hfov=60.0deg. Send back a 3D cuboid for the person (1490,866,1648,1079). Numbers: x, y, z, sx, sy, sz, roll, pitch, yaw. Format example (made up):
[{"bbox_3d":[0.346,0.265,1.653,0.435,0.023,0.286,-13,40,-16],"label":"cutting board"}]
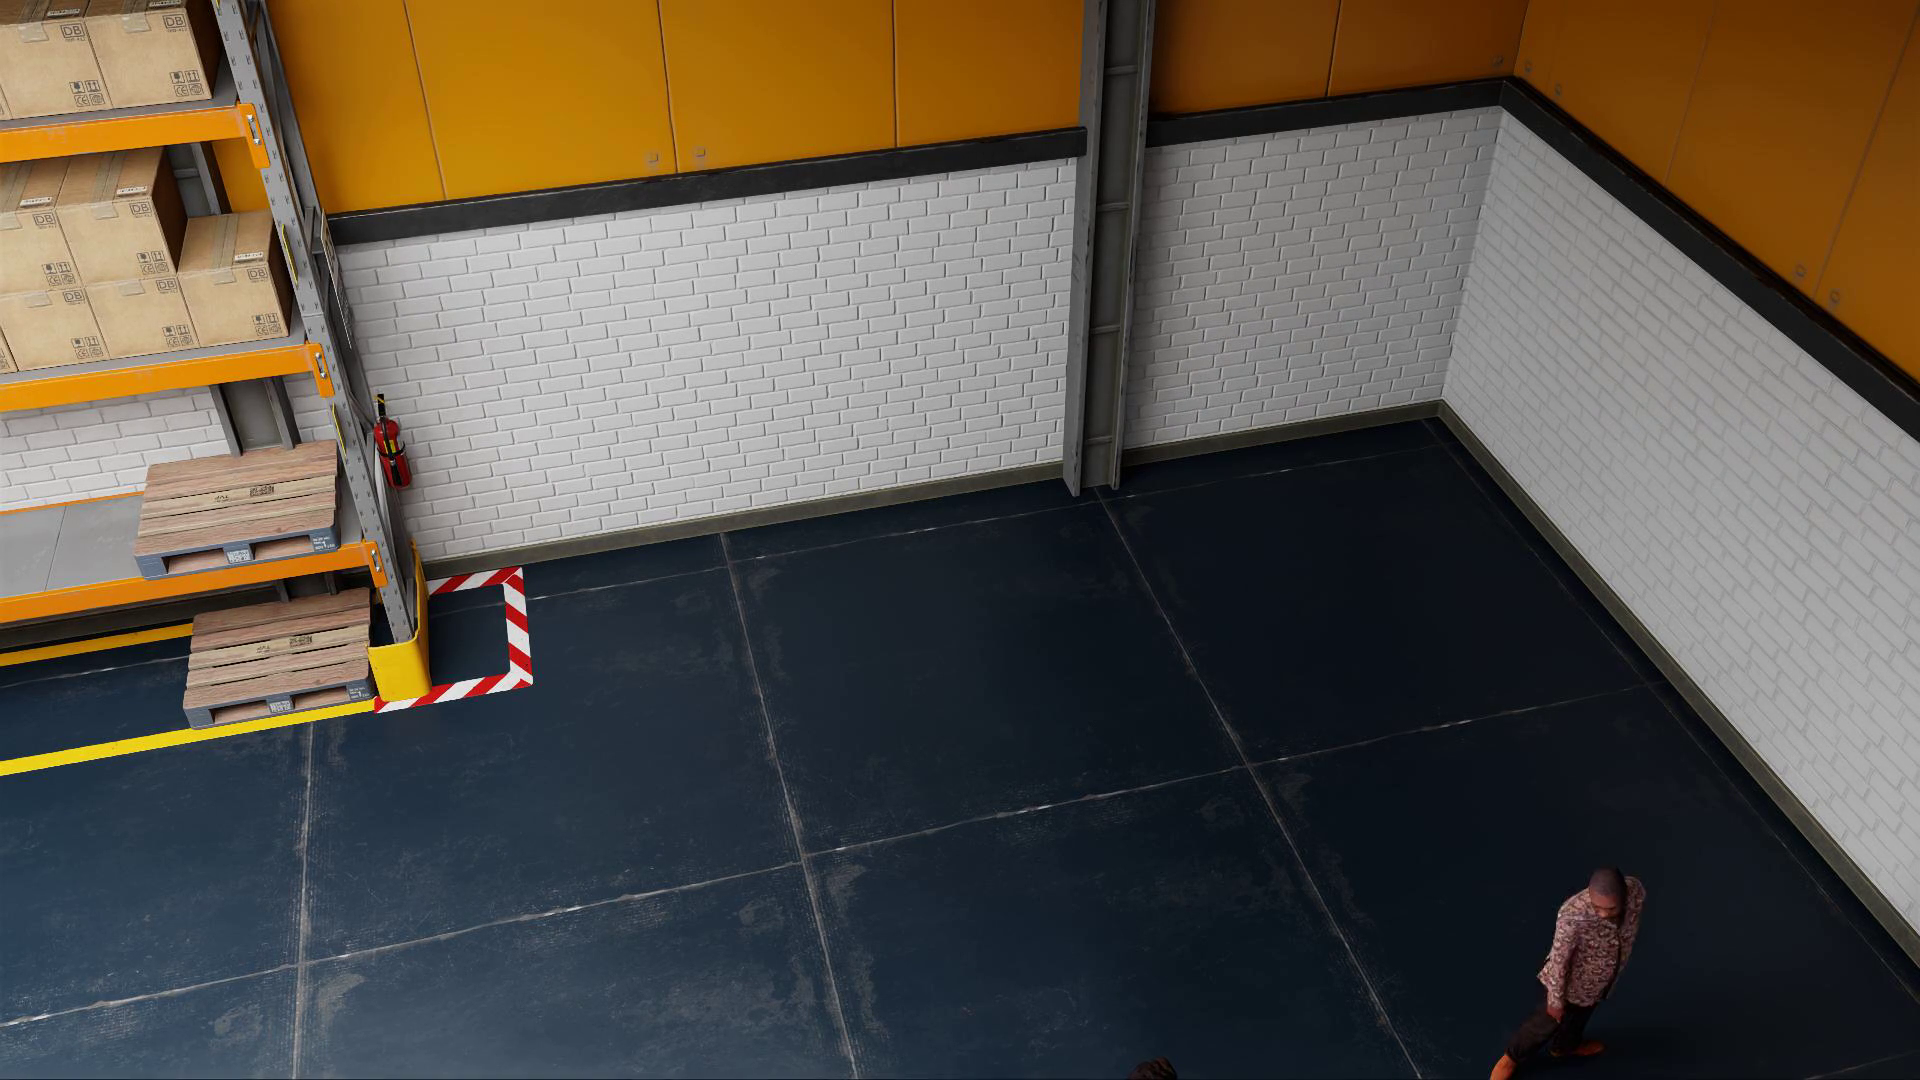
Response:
[{"bbox_3d":[3.284,2.204,8.693,0.653,1.778,1.004,-28,47,-31],"label":"person"}]
